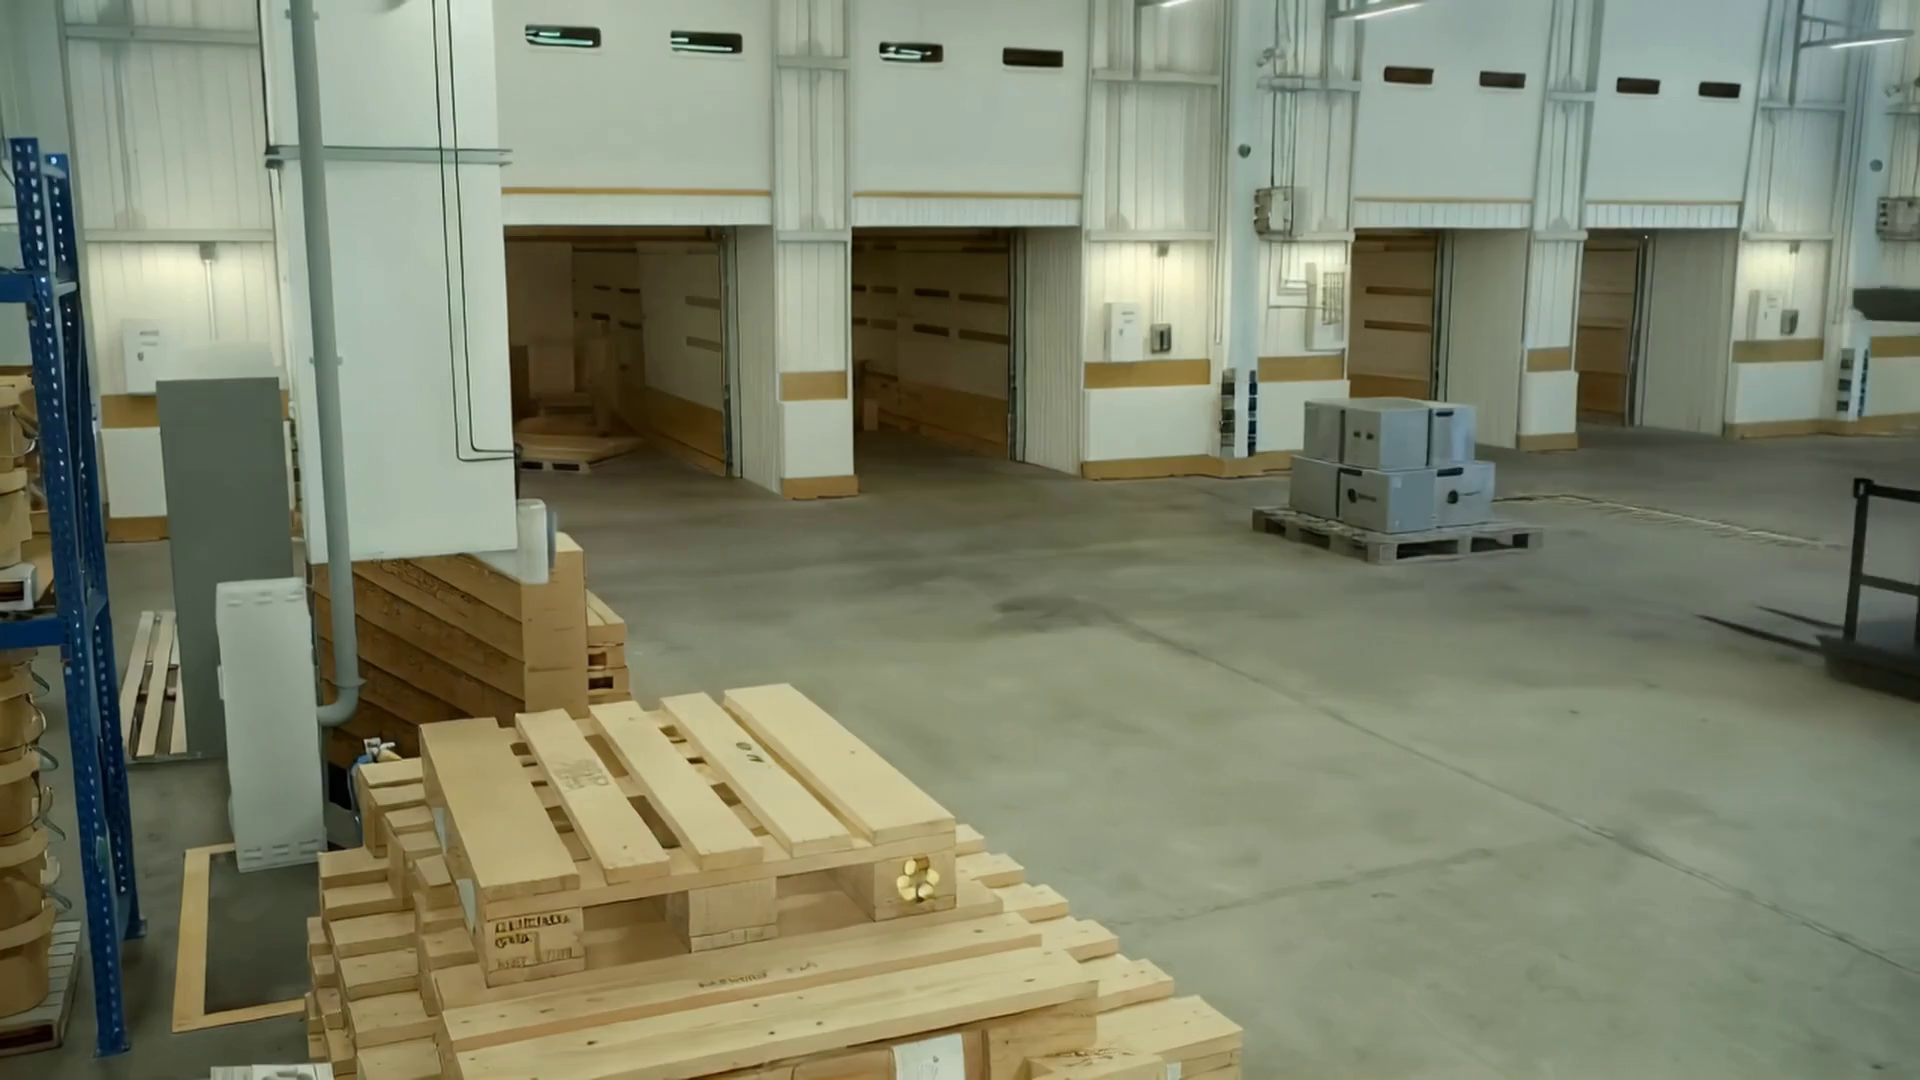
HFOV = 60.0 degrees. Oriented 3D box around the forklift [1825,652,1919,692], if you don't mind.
[{"bbox_3d":[6.271,-0.417,9.482,1.129,2.768,1.873,-4,11,-23],"label":"forklift"}]
